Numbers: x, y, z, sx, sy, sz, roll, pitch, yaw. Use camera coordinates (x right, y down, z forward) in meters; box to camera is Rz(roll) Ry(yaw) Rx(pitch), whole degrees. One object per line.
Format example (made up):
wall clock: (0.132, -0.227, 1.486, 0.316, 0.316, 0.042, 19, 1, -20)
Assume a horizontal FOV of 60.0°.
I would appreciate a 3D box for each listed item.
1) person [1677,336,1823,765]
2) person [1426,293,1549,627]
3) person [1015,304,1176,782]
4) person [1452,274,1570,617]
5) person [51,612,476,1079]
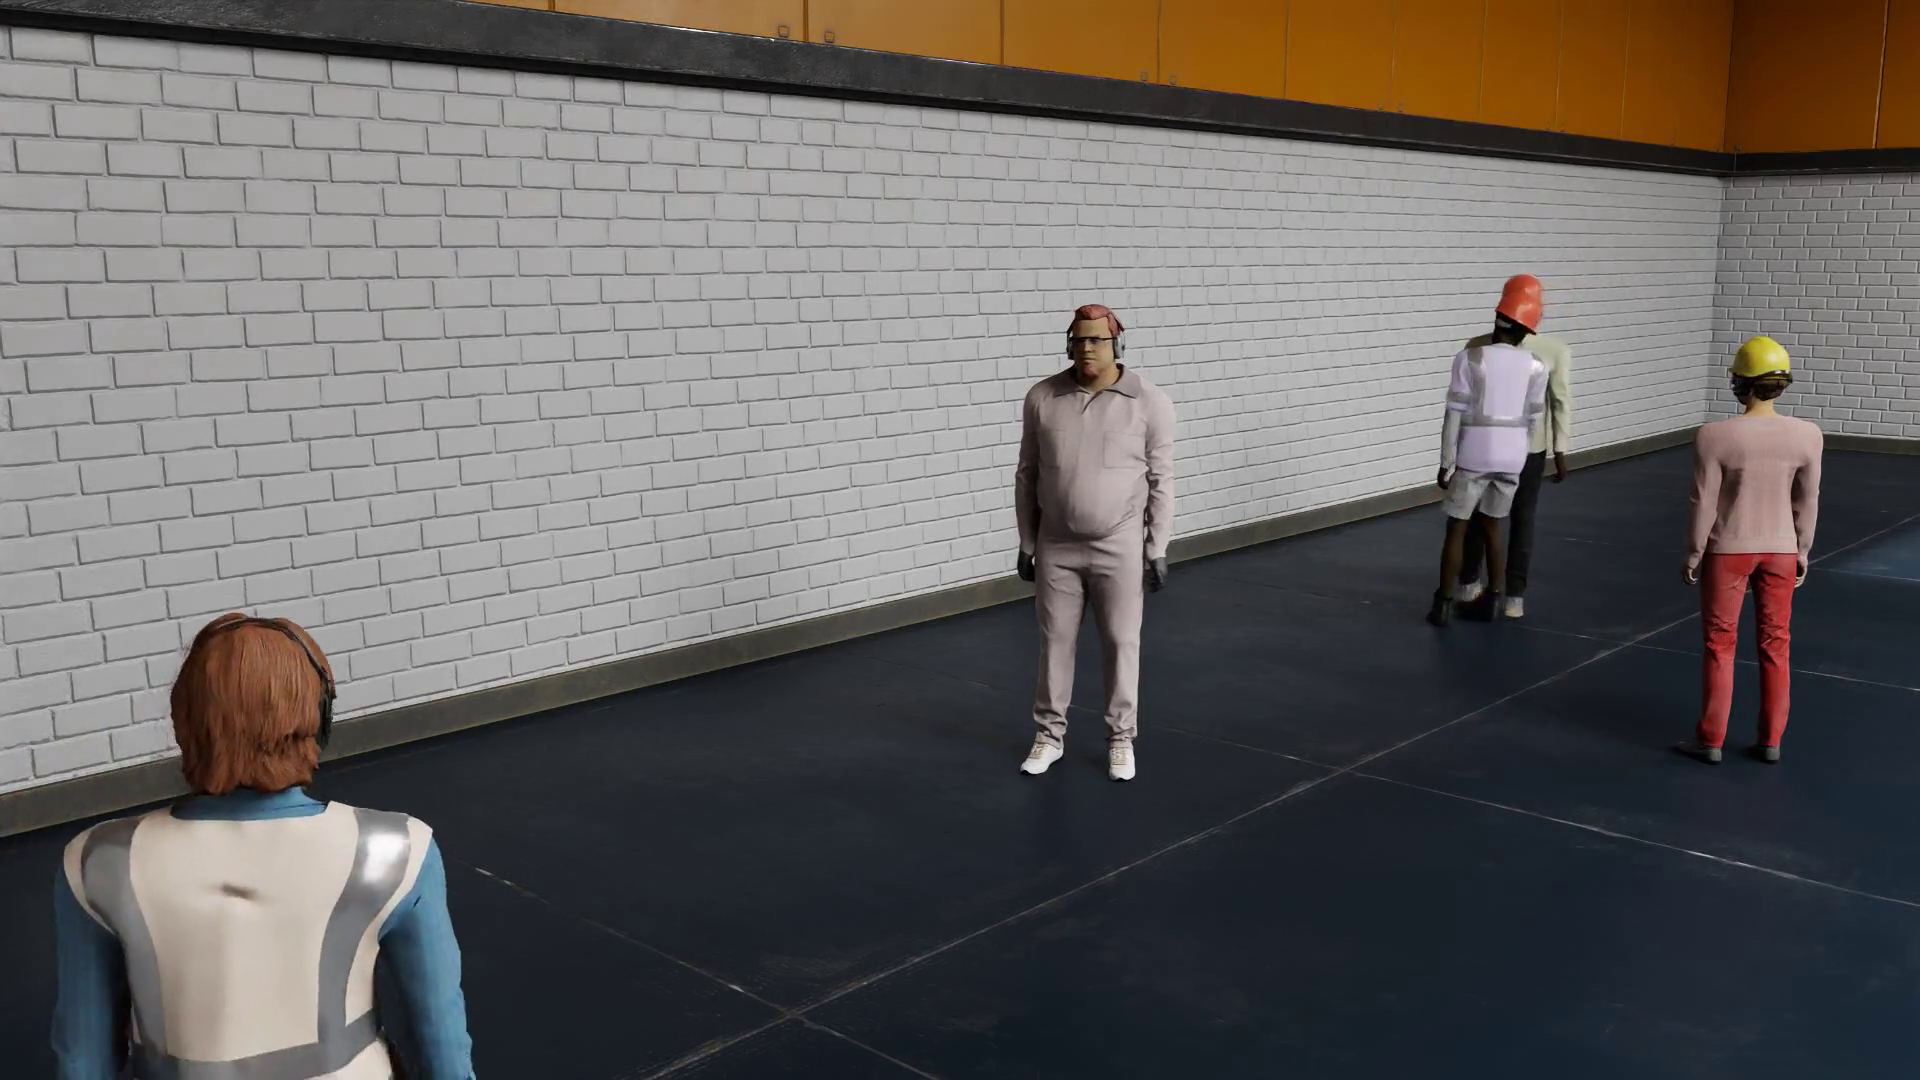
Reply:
person: (3.237, 0.055, 6.842, 0.530, 1.772, 0.302, 0, 10, 1)
person: (2.984, -0.444, 9.380, 0.598, 1.882, 0.383, -1, 10, -3)
person: (0.523, 0.018, 6.659, 0.638, 1.911, 0.402, 3, 10, 16)
person: (3.199, -0.549, 9.672, 0.626, 1.985, 0.422, 3, 10, 17)
person: (-0.979, 0.900, 2.422, 0.546, 1.619, 0.526, -2, 10, -11)
